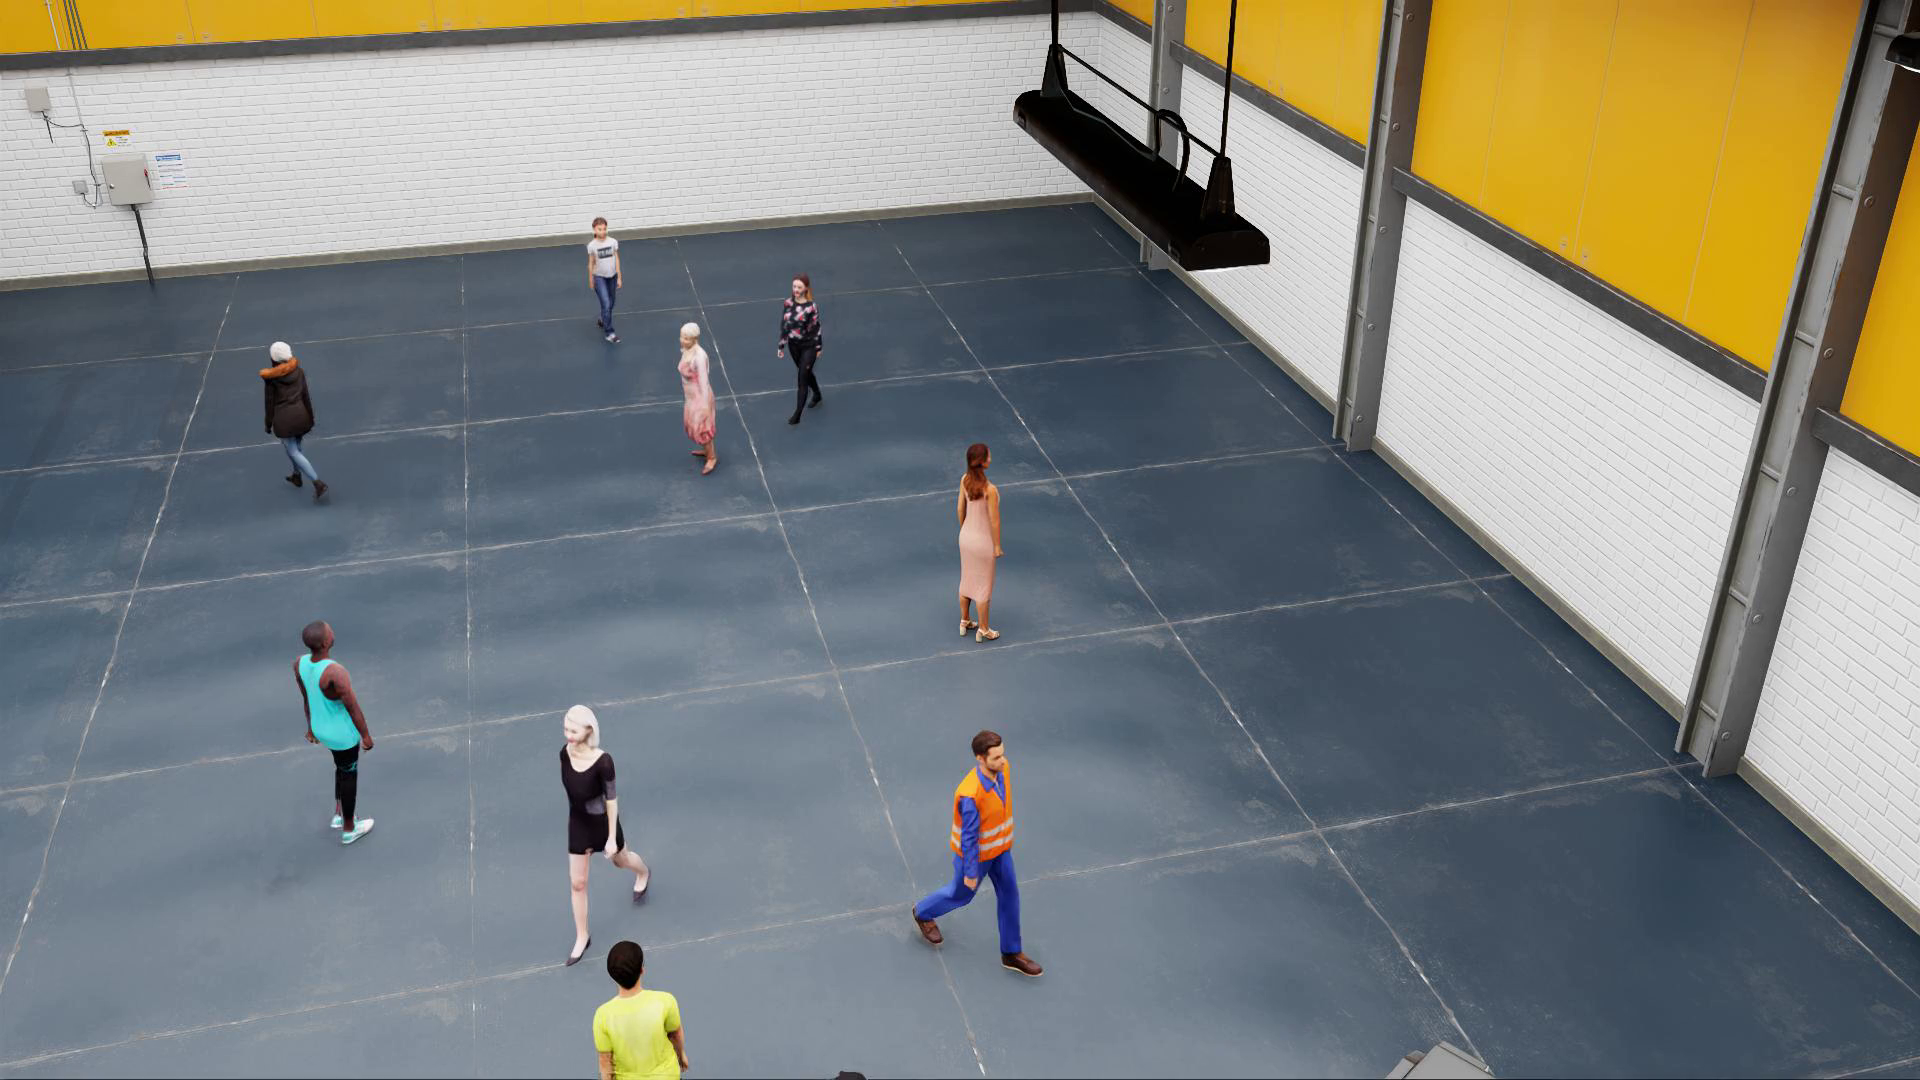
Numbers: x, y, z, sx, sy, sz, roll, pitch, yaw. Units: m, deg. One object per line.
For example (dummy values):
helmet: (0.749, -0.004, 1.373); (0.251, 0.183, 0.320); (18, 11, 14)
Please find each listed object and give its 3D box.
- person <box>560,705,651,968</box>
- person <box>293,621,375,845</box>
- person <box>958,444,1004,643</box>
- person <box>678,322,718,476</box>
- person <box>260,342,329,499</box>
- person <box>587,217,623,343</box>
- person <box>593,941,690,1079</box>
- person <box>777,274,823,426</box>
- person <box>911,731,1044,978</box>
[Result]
person: (-2.315, 1.835, 10.872); (1.027, 1.789, 1.208); (10, 30, 17)
person: (-4.452, 1.397, 11.666); (0.763, 1.797, 0.819); (14, 32, 25)
person: (0.147, 0.021, 14.152); (0.616, 1.832, 0.729); (25, 37, 38)
person: (-2.665, -1.461, 17.049); (0.902, 1.658, 0.684); (-11, 31, -20)
person: (-6.628, -1.167, 16.562); (1.097, 1.610, 0.998); (18, 33, 30)
person: (-4.395, -3.241, 20.443); (0.712, 1.533, 1.020); (-14, 31, -23)
person: (-1.684, 2.927, 8.977); (0.701, 1.685, 1.079); (-4, 29, -7)
person: (-1.697, -2.139, 18.316); (1.036, 1.636, 1.103); (15, 32, 25)
person: (0.059, 1.957, 10.609); (1.292, 1.825, 1.196); (19, 34, 30)
